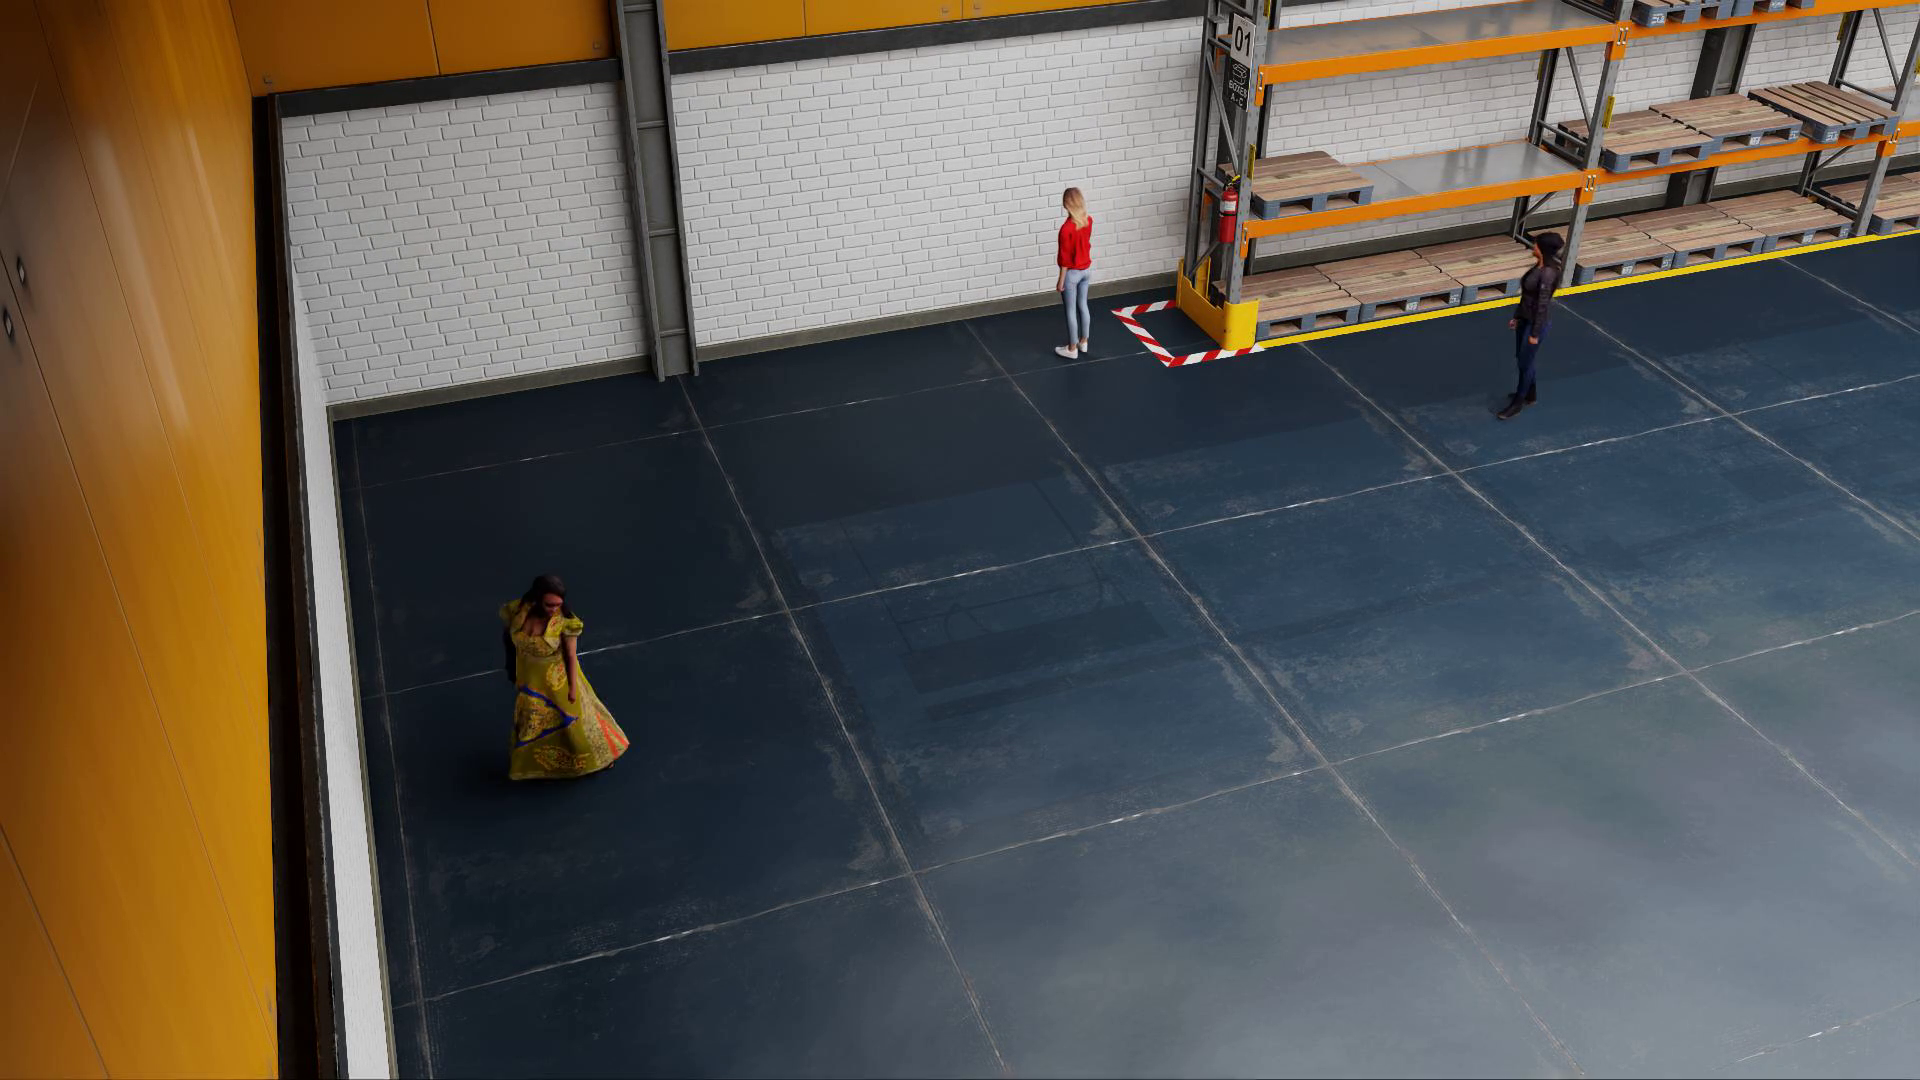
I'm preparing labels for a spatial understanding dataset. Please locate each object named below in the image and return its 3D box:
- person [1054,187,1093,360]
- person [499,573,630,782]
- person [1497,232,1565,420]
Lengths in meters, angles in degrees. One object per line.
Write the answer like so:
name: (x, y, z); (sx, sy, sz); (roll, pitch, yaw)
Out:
person: (1.100, -2.563, 15.967); (0.752, 1.705, 0.622); (25, 41, 33)
person: (-2.730, 0.881, 10.854); (1.028, 1.631, 1.118); (16, 37, 23)
person: (5.160, -1.909, 14.952); (0.785, 1.741, 0.776); (-6, 34, -9)
